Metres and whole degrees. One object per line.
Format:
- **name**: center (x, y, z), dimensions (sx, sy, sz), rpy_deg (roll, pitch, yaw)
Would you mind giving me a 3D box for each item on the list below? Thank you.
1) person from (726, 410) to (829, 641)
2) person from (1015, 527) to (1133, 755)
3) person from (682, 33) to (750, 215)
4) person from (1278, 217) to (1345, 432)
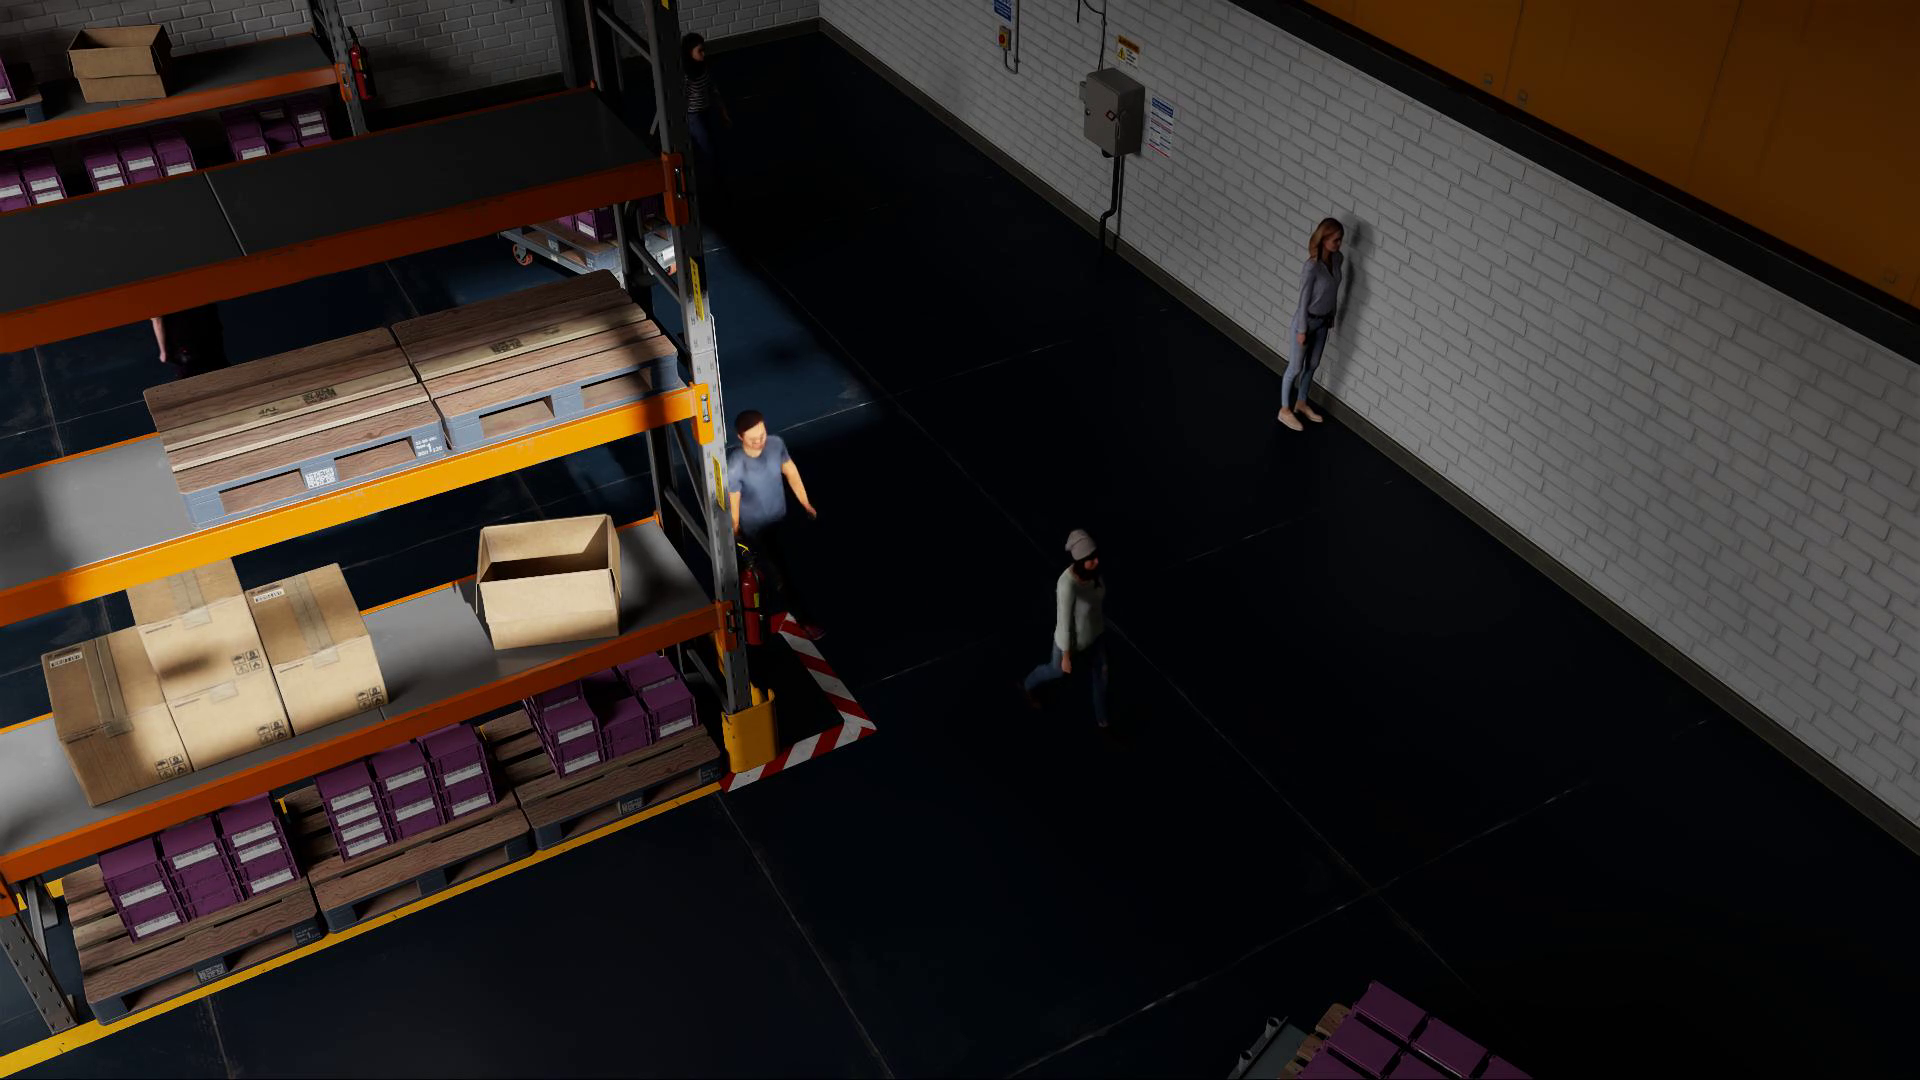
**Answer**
- **person**: center (-1.383, -0.177, 11.009), dimensions (1.094, 1.742, 1.235), rpy_deg (21, 43, 25)
- **person**: center (0.650, 0.564, 10.189), dimensions (0.921, 1.607, 1.121), rpy_deg (26, 45, 28)
- **person**: center (-2.548, -3.922, 15.708), dimensions (1.116, 1.729, 1.129), rpy_deg (13, 41, 16)
- **person**: center (2.716, -1.677, 12.844), dimensions (0.498, 1.795, 0.676), rpy_deg (-27, 46, -30)
